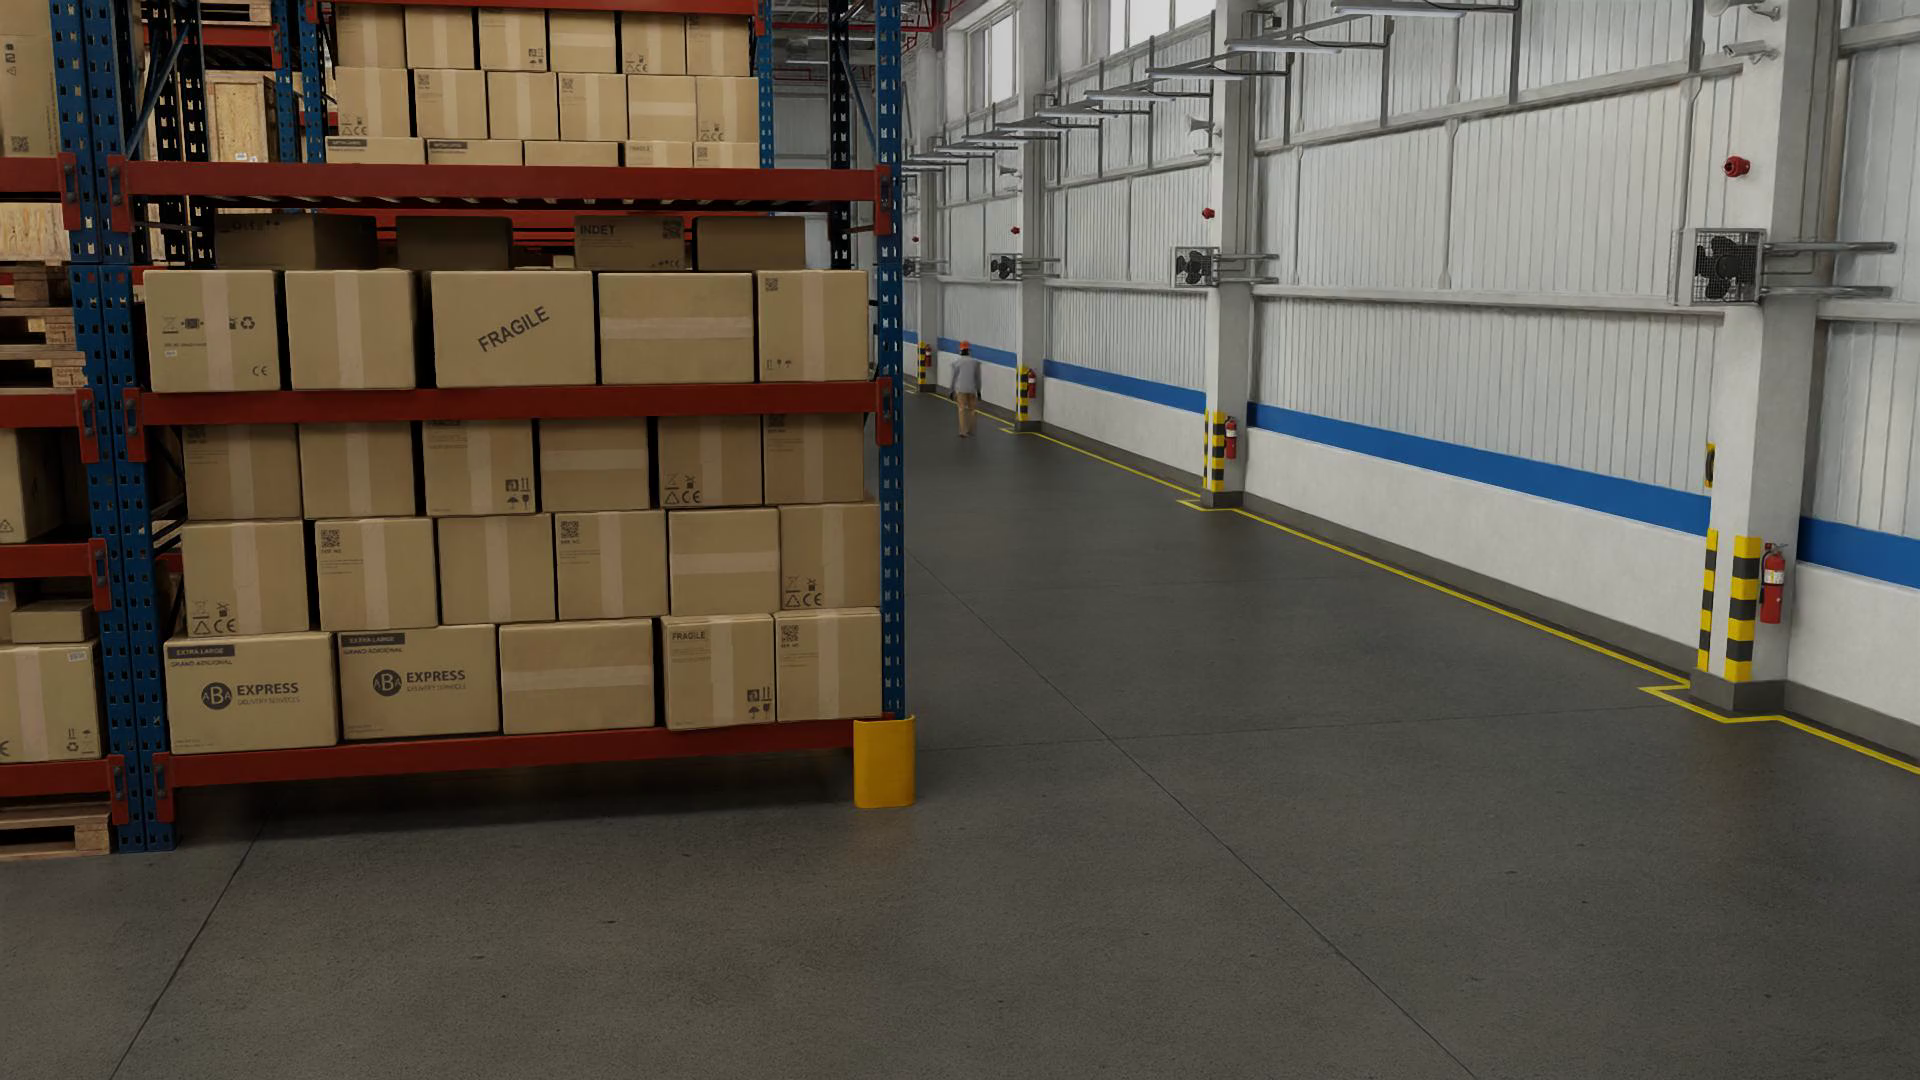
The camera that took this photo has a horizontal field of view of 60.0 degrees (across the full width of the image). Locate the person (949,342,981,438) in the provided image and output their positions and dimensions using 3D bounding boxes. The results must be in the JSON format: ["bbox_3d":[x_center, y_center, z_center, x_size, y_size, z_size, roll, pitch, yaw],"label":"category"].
[{"bbox_3d":[0.068,-2.684,29.782,0.573,1.704,0.878,-2,10,-14],"label":"person"}]
